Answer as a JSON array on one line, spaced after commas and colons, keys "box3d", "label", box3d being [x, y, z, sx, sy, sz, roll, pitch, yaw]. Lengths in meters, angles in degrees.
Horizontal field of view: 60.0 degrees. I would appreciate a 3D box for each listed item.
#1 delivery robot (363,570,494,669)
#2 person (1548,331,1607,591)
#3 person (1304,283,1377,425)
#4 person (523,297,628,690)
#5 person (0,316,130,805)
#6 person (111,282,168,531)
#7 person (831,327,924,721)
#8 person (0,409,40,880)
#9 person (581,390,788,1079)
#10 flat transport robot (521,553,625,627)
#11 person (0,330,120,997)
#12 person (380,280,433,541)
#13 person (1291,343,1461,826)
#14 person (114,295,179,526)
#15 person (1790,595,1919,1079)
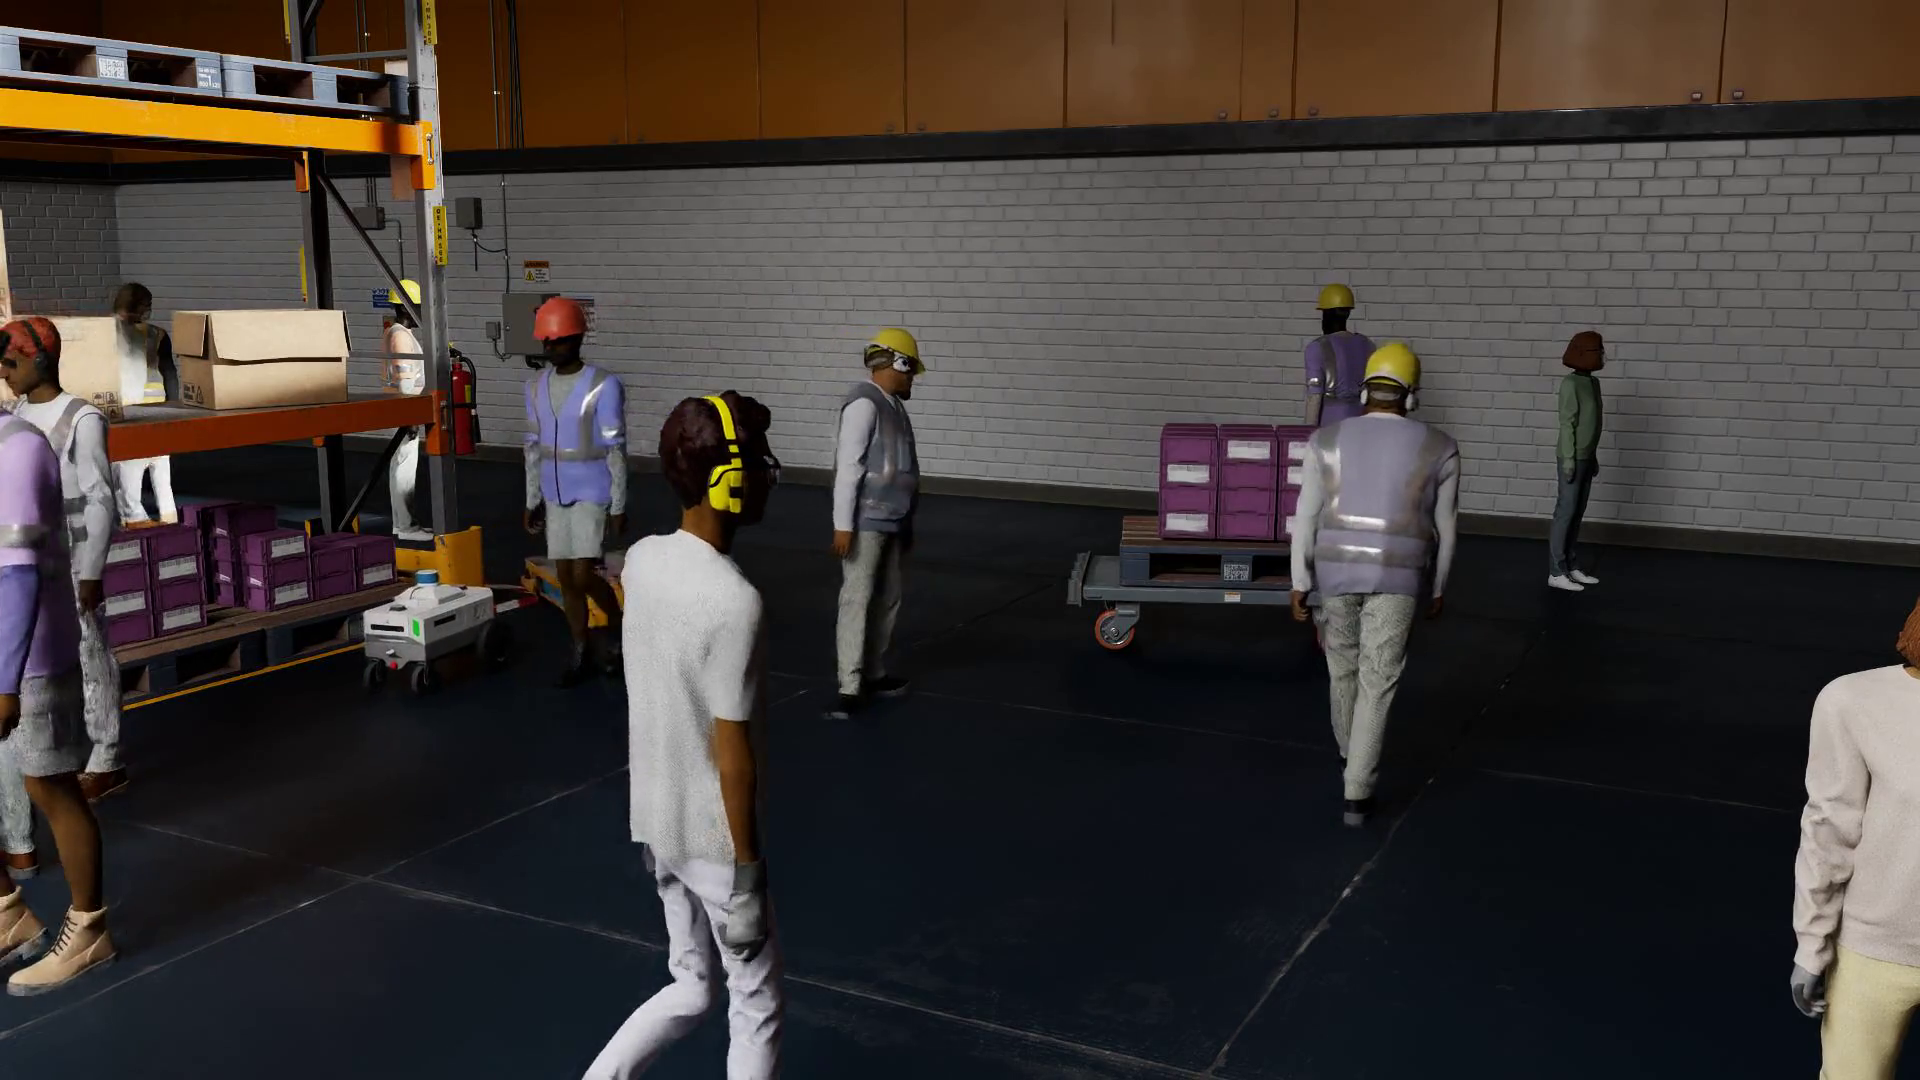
[{"box3d": [-2.624, 0.391, 8.237, 0.477, 0.478, 0.707, 3, 10, 16], "label": "delivery robot"}, {"box3d": [3.936, -0.505, 10.568, 0.278, 1.636, 0.506, 8, 12, 37], "label": "person"}, {"box3d": [2.475, -0.727, 11.010, 0.590, 1.926, 0.388, -6, 11, -31], "label": "person"}, {"box3d": [-1.877, -0.214, 8.091, 0.543, 1.920, 0.456, 5, 11, 26], "label": "person"}, {"box3d": [-3.488, 0.085, 6.427, 0.573, 1.886, 0.353, 6, 11, 30], "label": "person"}, {"box3d": [-6.294, -0.976, 12.492, 0.535, 1.912, 0.675, -4, 11, -22], "label": "person"}, {"box3d": [-0.401, -0.082, 7.721, 0.406, 1.788, 0.724, 3, 10, 17], "label": "person"}, {"box3d": [-3.346, 0.227, 5.454, 0.372, 1.940, 0.627, 6, 11, 29], "label": "person"}, {"box3d": [-0.587, 0.622, 3.409, 0.659, 1.856, 0.522, -8, 13, -38], "label": "person"}, {"box3d": [-2.148, 0.272, 10.017, 0.652, 0.197, 1.431, -5, 11, -28], "label": "flat transport robot"}, {"box3d": [-2.731, 0.326, 4.669, 0.616, 2.020, 0.618, 6, 12, 32], "label": "person"}, {"box3d": [-4.095, -0.958, 12.346, 0.385, 1.928, 0.589, -4, 11, -23], "label": "person"}, {"box3d": [1.602, 0.140, 6.421, 0.604, 1.777, 0.899, 5, 11, 25], "label": "person"}, {"box3d": [-6.414, -1.025, 12.987, 0.630, 1.843, 0.429, -2, 10, -11], "label": "person"}, {"box3d": [1.815, 0.792, 3.092, 0.497, 1.629, 0.277, 4, 11, 22], "label": "person"}]
